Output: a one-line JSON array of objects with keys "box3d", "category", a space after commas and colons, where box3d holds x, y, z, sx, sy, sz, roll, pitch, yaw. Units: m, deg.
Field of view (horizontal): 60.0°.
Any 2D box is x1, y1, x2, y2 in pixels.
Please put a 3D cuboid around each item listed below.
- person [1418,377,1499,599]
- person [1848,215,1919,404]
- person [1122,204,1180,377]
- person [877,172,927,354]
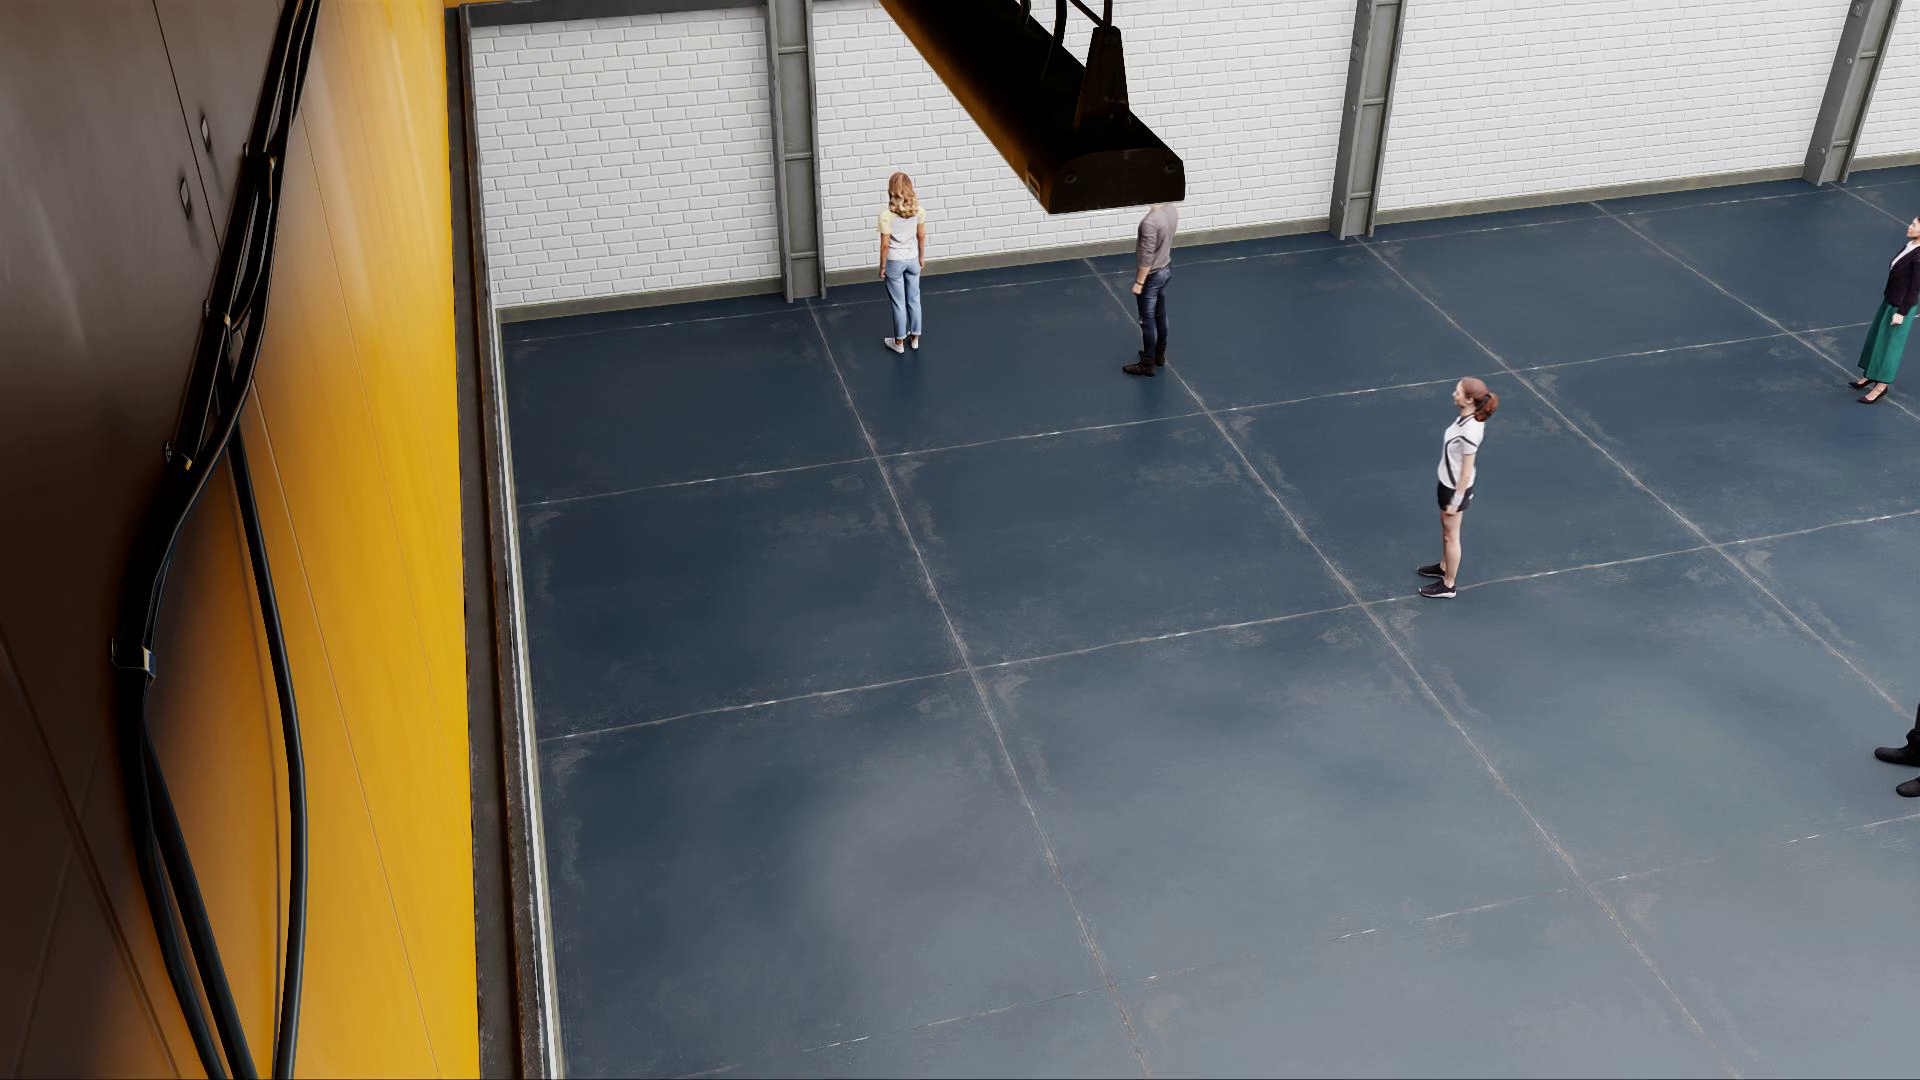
[{"box3d": [3.575, -0.383, 11.994, 0.664, 1.750, 0.654, 6, 34, 9], "category": "person"}, {"box3d": [8.163, -2.025, 14.474, 0.671, 1.740, 0.687, 6, 34, 10], "category": "person"}, {"box3d": [1.737, -2.380, 14.858, 0.834, 1.906, 0.762, 19, 38, 26], "category": "person"}, {"box3d": [-0.530, -2.543, 15.268, 0.571, 1.723, 0.742, -17, 37, -24], "category": "person"}]
